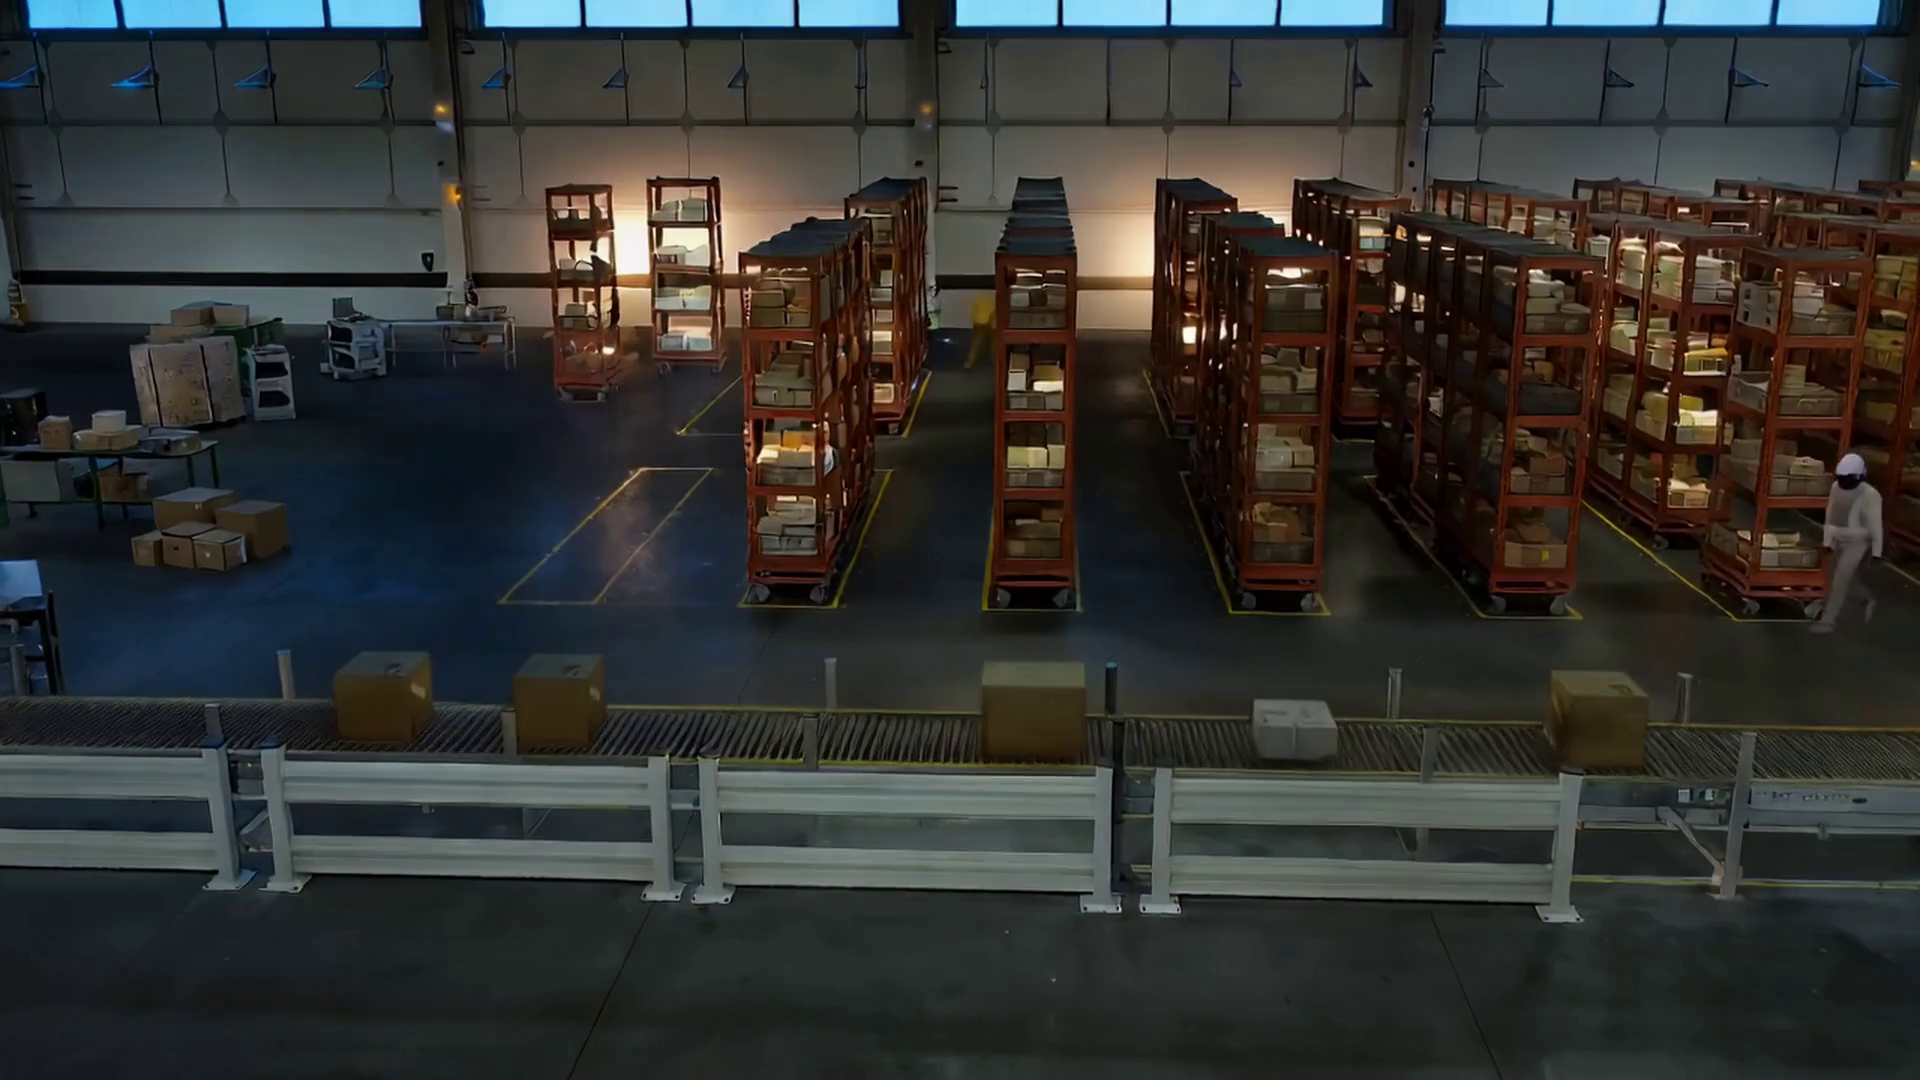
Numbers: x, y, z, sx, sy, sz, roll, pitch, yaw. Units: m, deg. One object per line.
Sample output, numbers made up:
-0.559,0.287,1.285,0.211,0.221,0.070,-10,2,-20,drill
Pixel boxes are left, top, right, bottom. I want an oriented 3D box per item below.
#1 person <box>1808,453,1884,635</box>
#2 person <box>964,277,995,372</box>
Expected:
8.679,0.017,16.101,0.848,1.798,0.612,-4,16,-16,person
0.445,-4.038,31.186,1.007,1.774,0.585,-11,19,-36,person
